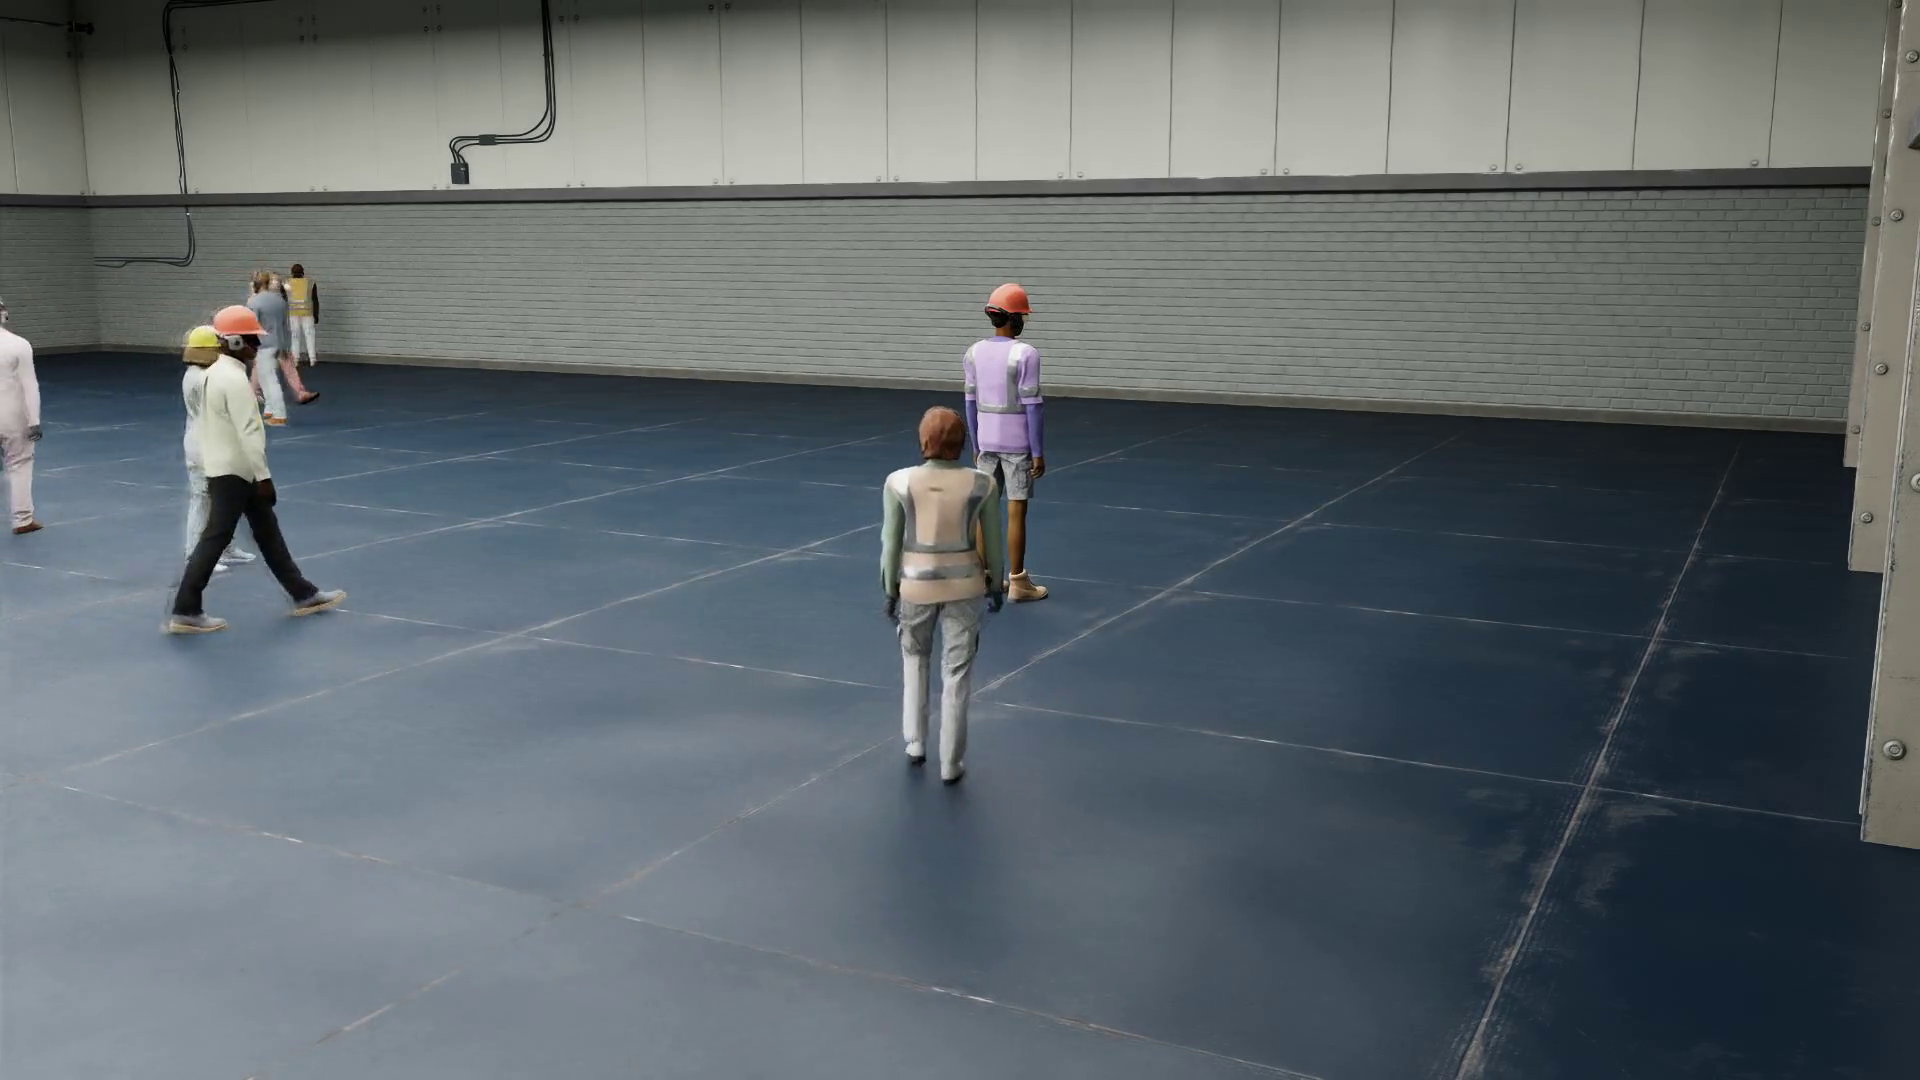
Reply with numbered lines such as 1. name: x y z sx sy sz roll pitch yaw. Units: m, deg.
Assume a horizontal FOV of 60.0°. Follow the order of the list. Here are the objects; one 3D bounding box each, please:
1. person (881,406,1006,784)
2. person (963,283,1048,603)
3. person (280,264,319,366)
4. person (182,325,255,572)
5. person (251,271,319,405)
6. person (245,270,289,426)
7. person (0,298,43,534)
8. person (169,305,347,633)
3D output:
1. person: -0.067 0.224 7.267 0.530 1.624 0.549 1 10 4
2. person: 0.305 -0.617 10.702 0.608 2.044 0.371 9 14 40
3. person: -11.887 -4.052 29.986 0.633 1.843 0.429 -5 11 -24
4. person: -5.196 -0.631 11.644 0.621 1.725 0.499 -6 12 -31
5. person: -9.432 -2.773 22.952 1.005 1.854 0.672 3 11 13
6. person: -8.630 -2.355 20.515 0.688 1.917 0.644 2 11 8
7. person: -7.505 -0.949 12.947 0.648 1.887 0.630 0 10 1
8. person: -4.299 -0.428 9.968 1.047 1.935 0.654 -6 12 -31
